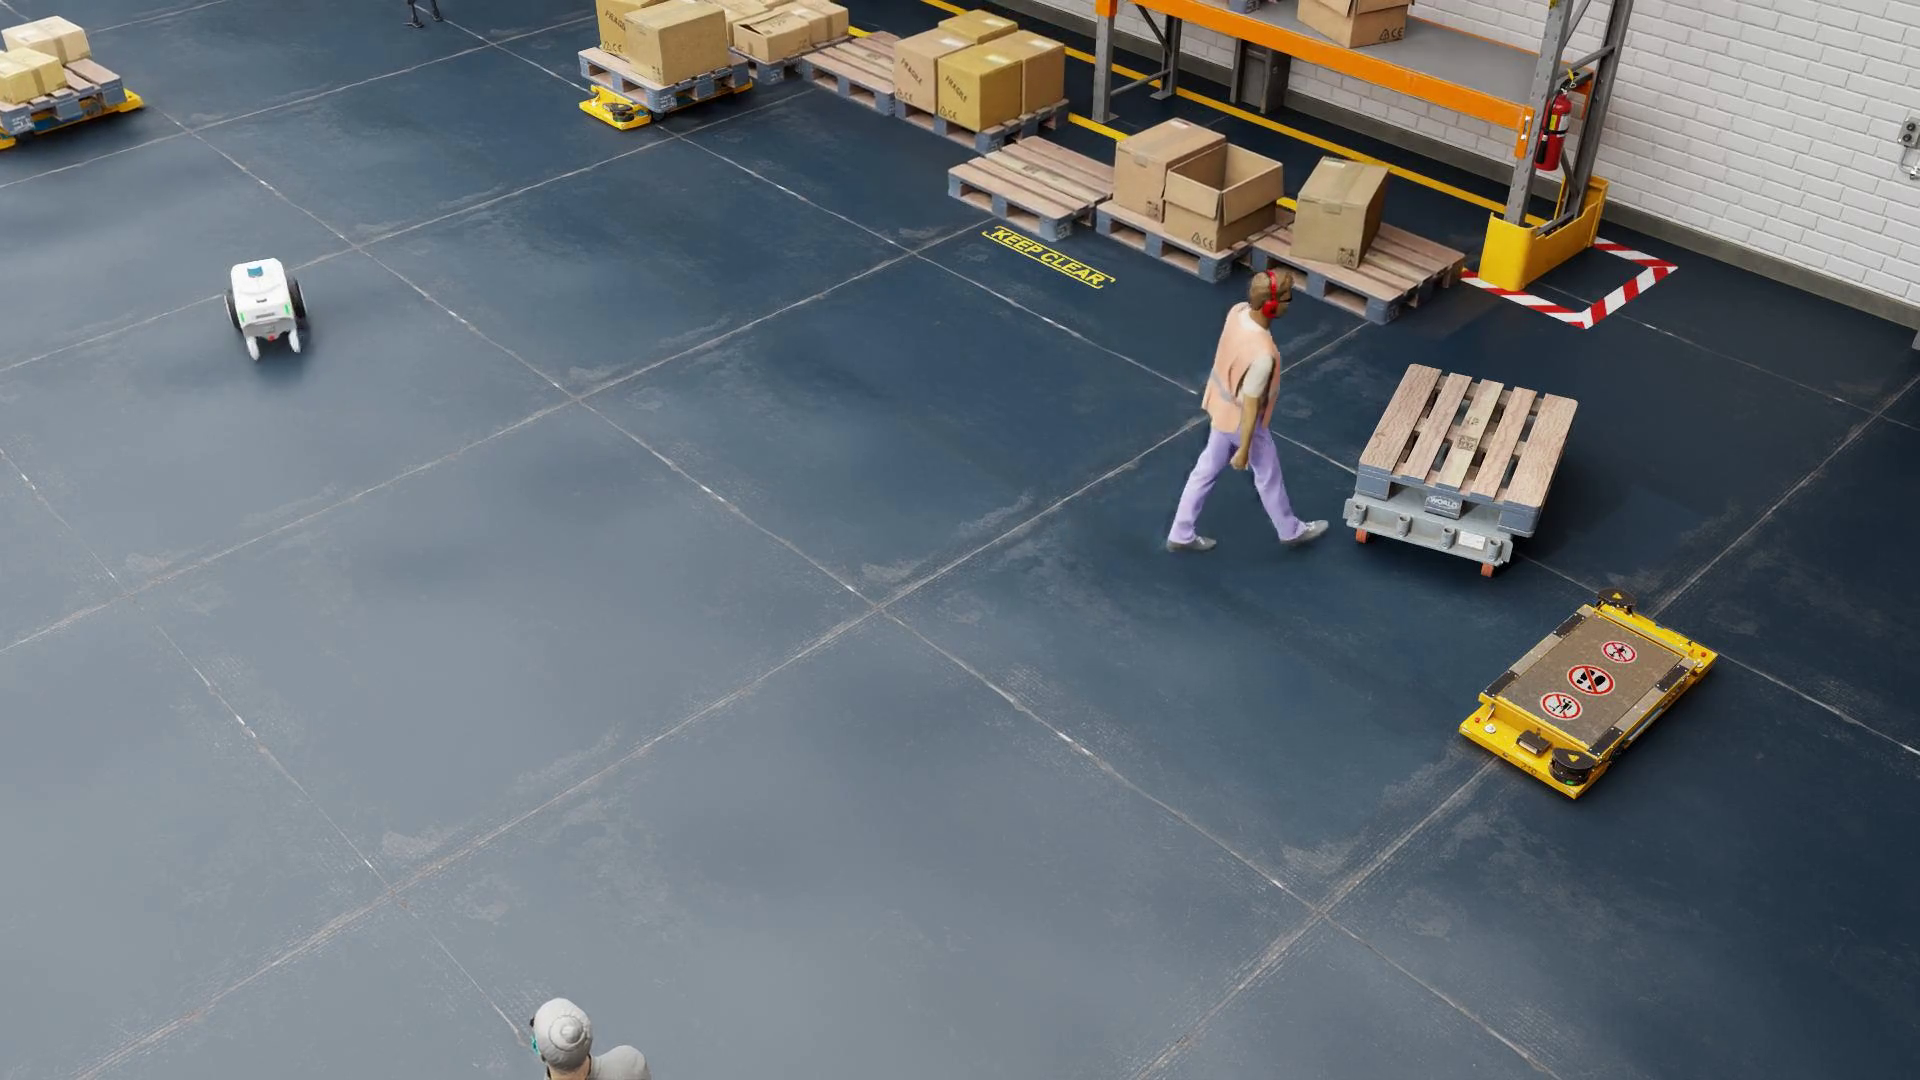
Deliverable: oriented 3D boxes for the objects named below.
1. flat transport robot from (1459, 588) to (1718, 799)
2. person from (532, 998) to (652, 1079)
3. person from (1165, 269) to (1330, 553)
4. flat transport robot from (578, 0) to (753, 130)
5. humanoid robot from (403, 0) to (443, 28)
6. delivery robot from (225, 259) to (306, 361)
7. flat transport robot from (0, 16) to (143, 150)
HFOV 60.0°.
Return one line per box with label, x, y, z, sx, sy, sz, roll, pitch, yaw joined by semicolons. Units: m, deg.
flat transport robot;3.247;0.756;8.532;1.431;0.231;0.659;-30;46;-33
person;-1.189;2.101;5.448;0.523;1.839;0.330;-30;47;-34
person;1.624;-0.678;9.165;0.933;1.795;0.563;-8;38;-11
flat transport robot;-2.615;-4.021;14.856;1.431;0.231;0.659;-30;46;-33
humanoid robot;-5.370;-5.816;16.053;0.599;1.657;0.315;-30;46;-33
delivery robot;-4.792;-1.641;11.445;0.499;0.566;0.739;-14;39;-18
flat transport robot;-7.971;-3.733;14.475;0.659;0.231;1.431;28;45;32
